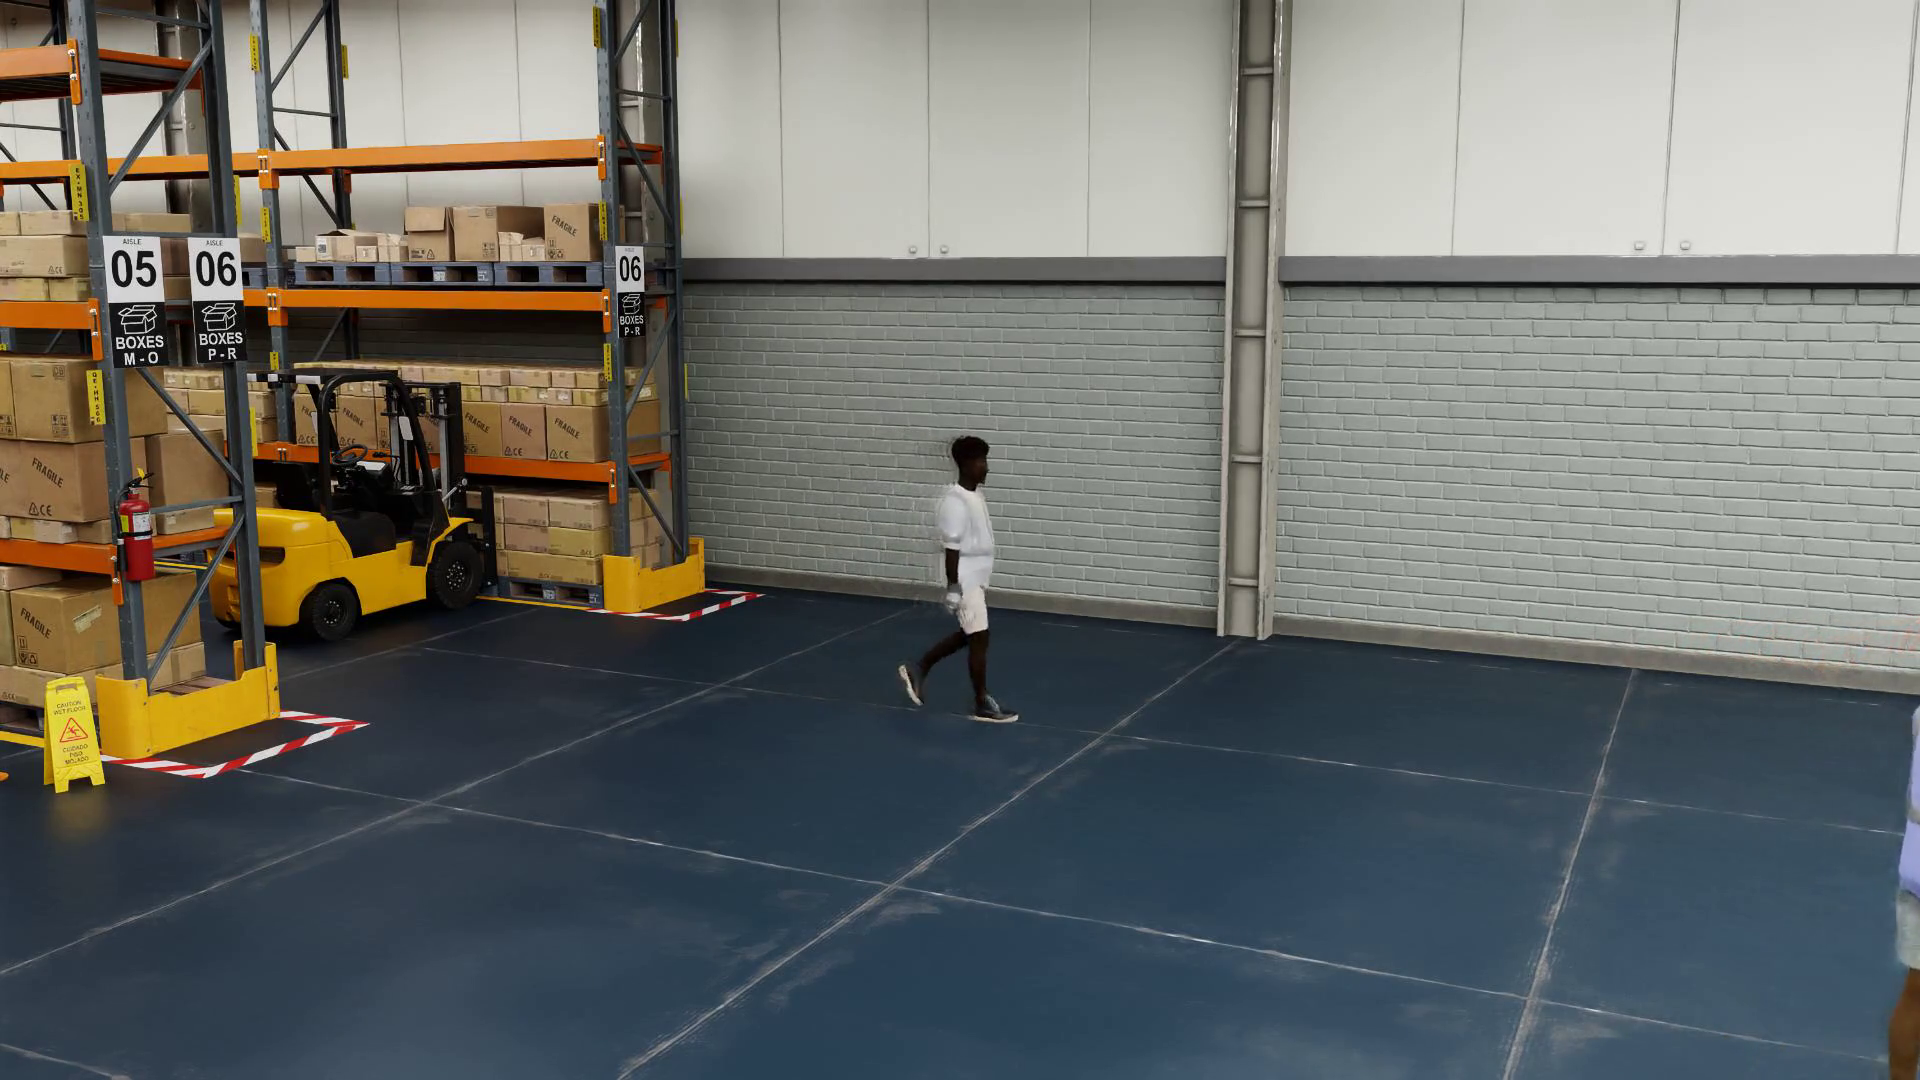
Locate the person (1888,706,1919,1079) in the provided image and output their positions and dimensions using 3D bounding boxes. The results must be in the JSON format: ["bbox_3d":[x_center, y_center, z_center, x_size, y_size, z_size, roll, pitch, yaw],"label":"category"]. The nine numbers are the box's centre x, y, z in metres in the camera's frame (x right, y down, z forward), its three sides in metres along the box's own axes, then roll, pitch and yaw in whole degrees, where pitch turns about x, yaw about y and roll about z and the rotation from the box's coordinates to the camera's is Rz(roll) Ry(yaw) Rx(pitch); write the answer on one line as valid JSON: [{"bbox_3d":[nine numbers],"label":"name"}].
[{"bbox_3d":[3.459,1.168,5.667,0.590,1.906,0.535,-1,9,-9],"label":"person"}]

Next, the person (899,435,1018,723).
[{"bbox_3d":[-0.023,0.254,11.176,0.805,1.943,0.611,3,10,15],"label":"person"}]
